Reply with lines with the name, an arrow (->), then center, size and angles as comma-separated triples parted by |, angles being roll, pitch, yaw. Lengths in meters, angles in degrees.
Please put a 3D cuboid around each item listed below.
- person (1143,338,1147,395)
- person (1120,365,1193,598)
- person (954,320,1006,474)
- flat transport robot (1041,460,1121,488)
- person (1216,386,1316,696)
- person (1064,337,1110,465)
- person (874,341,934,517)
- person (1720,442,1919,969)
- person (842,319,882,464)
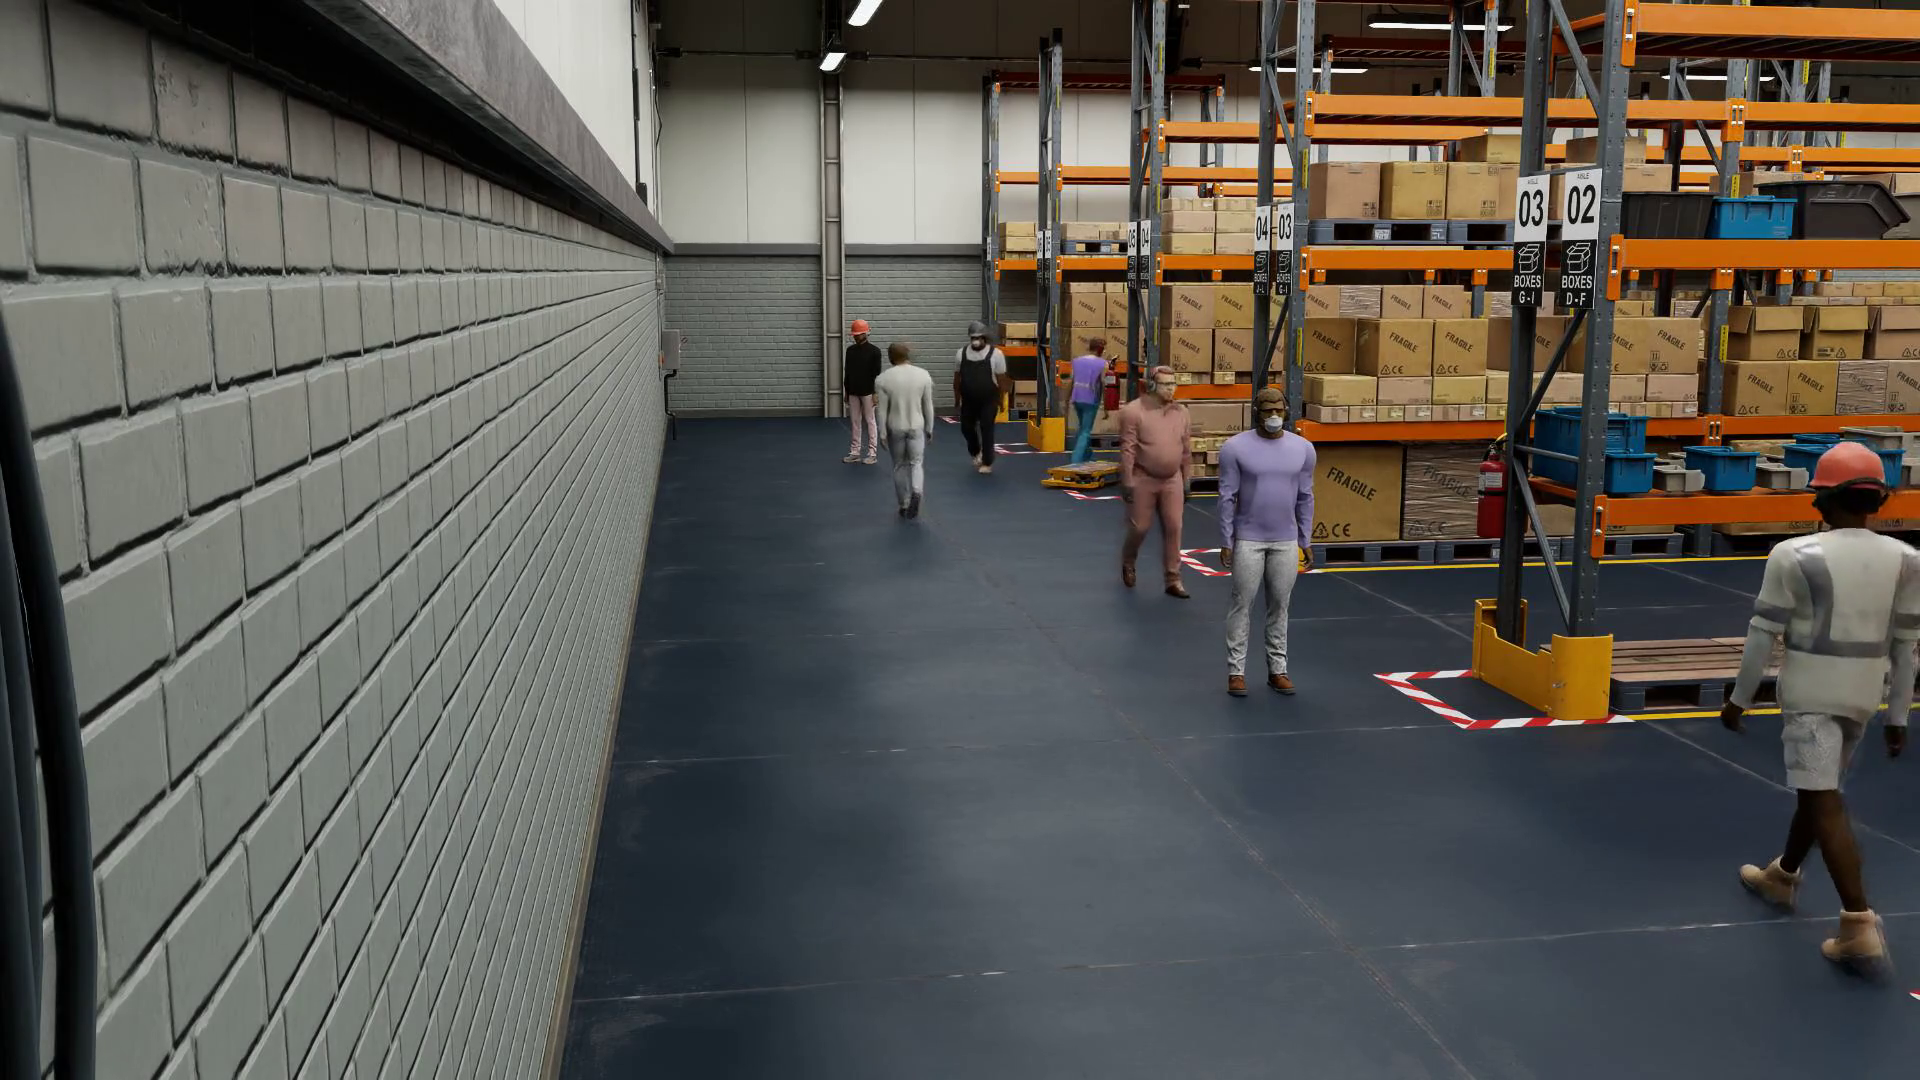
person -> 2.397, -1.623, 20.726 | 0.333, 1.860, 0.509 | -4, 10, -22
person -> 1.610, -0.490, 13.641 | 0.673, 1.886, 0.710 | -3, 10, -16
person -> 0.251, -1.890, 21.804 | 0.717, 2.000, 0.612 | 3, 10, 17
flat transport robot -> 1.656, -0.824, 20.672 | 0.652, 0.197, 1.431 | 6, 11, 34
person -> 1.915, 0.009, 10.407 | 0.628, 1.940, 0.373 | -1, 9, -7
person -> 1.662, -1.768, 21.835 | 0.656, 1.793, 0.838 | 8, 12, 40
person -> -0.581, -1.161, 17.709 | 0.653, 1.913, 0.785 | -2, 9, -9
person -> 3.413, 0.615, 6.521 | 0.633, 1.999, 1.040 | -1, 9, -8
person -> -1.356, -2.036, 22.870 | 0.608, 1.988, 0.387 | 6, 11, 33
